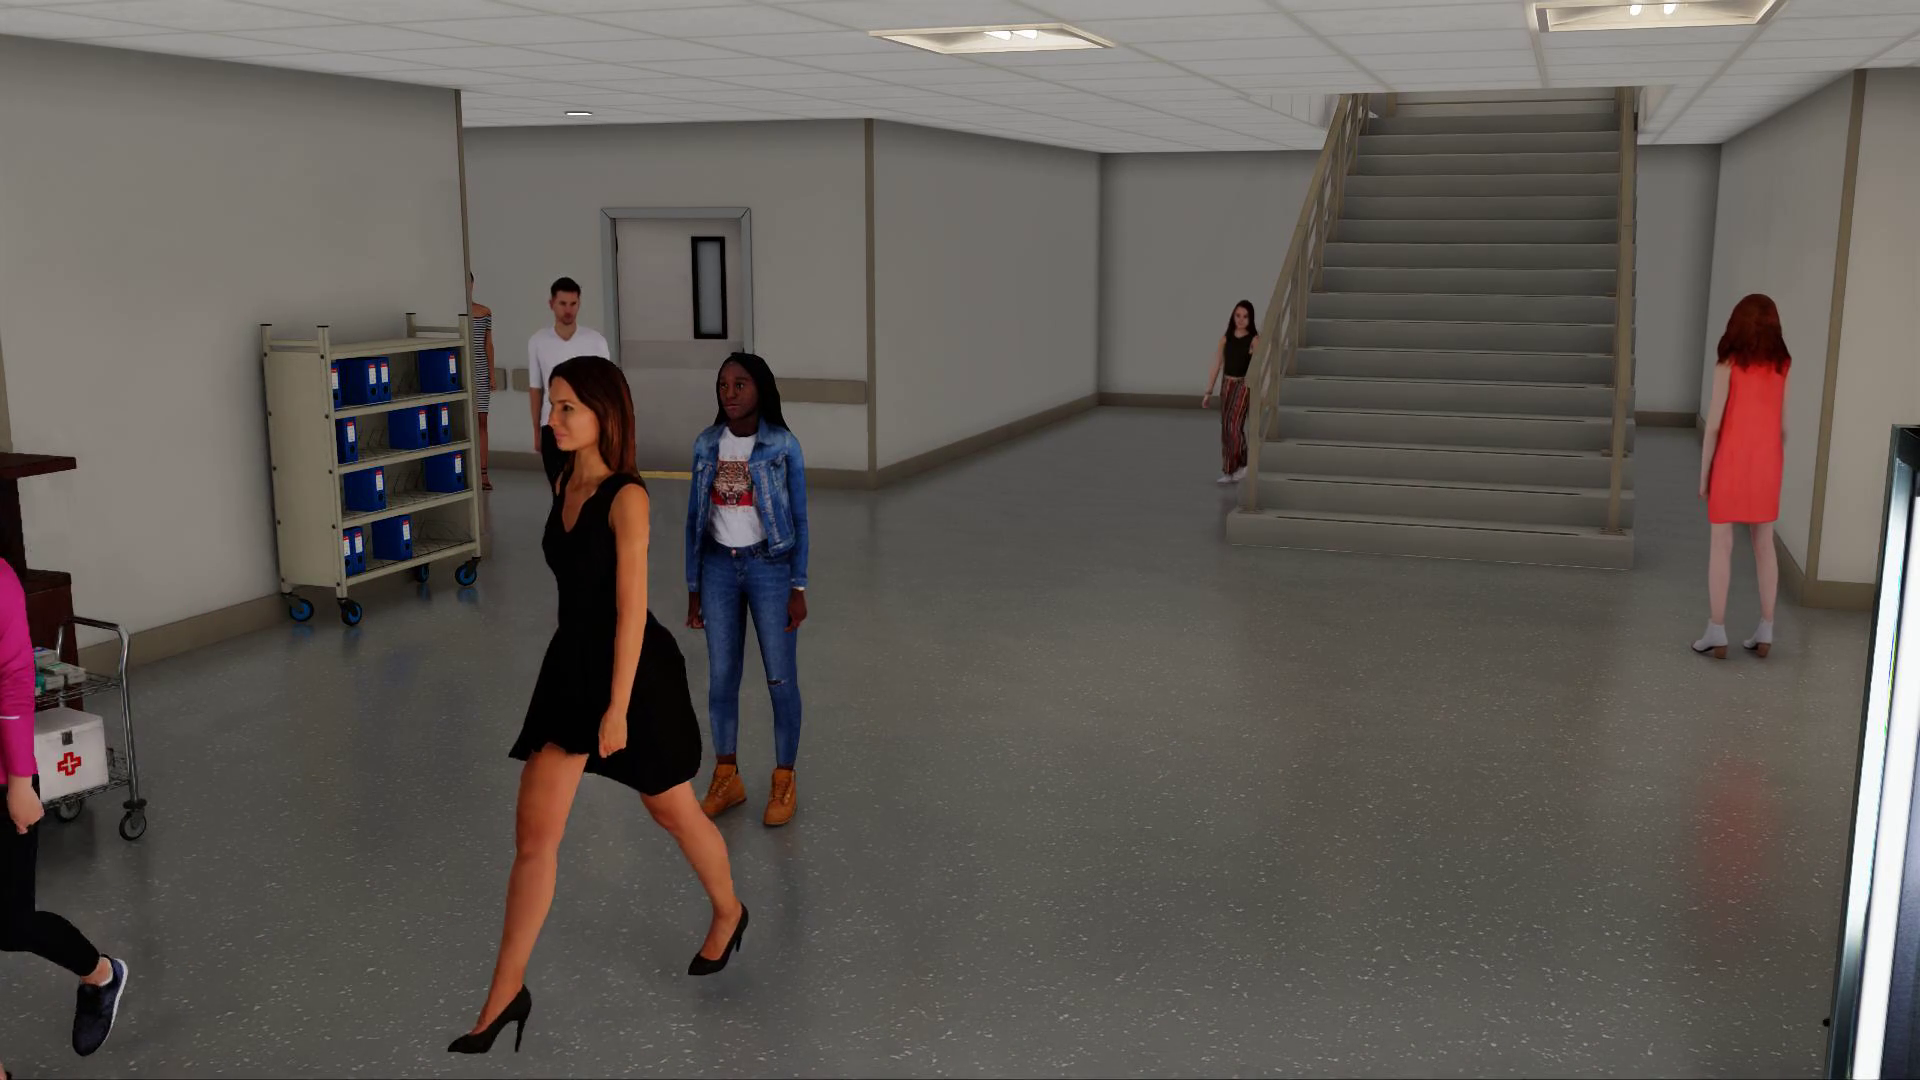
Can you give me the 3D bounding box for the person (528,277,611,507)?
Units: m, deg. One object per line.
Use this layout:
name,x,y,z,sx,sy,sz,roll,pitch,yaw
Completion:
person,-2.395,-0.679,10.300,1.067,1.809,1.316,-2,11,-9

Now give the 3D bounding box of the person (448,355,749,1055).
person,-0.832,0.456,4.424,0.919,1.770,1.229,10,15,44

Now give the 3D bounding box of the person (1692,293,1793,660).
person,3.953,-0.315,8.349,0.664,1.821,0.666,-1,11,-4

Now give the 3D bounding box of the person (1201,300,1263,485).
person,2.362,-1.231,13.905,0.741,1.549,0.706,-10,15,-43

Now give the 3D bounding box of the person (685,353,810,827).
person,-0.763,0.176,6.054,0.626,1.712,0.538,3,11,15

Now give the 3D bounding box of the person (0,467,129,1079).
person,-2.337,0.570,4.047,0.628,1.686,0.839,2,11,13
